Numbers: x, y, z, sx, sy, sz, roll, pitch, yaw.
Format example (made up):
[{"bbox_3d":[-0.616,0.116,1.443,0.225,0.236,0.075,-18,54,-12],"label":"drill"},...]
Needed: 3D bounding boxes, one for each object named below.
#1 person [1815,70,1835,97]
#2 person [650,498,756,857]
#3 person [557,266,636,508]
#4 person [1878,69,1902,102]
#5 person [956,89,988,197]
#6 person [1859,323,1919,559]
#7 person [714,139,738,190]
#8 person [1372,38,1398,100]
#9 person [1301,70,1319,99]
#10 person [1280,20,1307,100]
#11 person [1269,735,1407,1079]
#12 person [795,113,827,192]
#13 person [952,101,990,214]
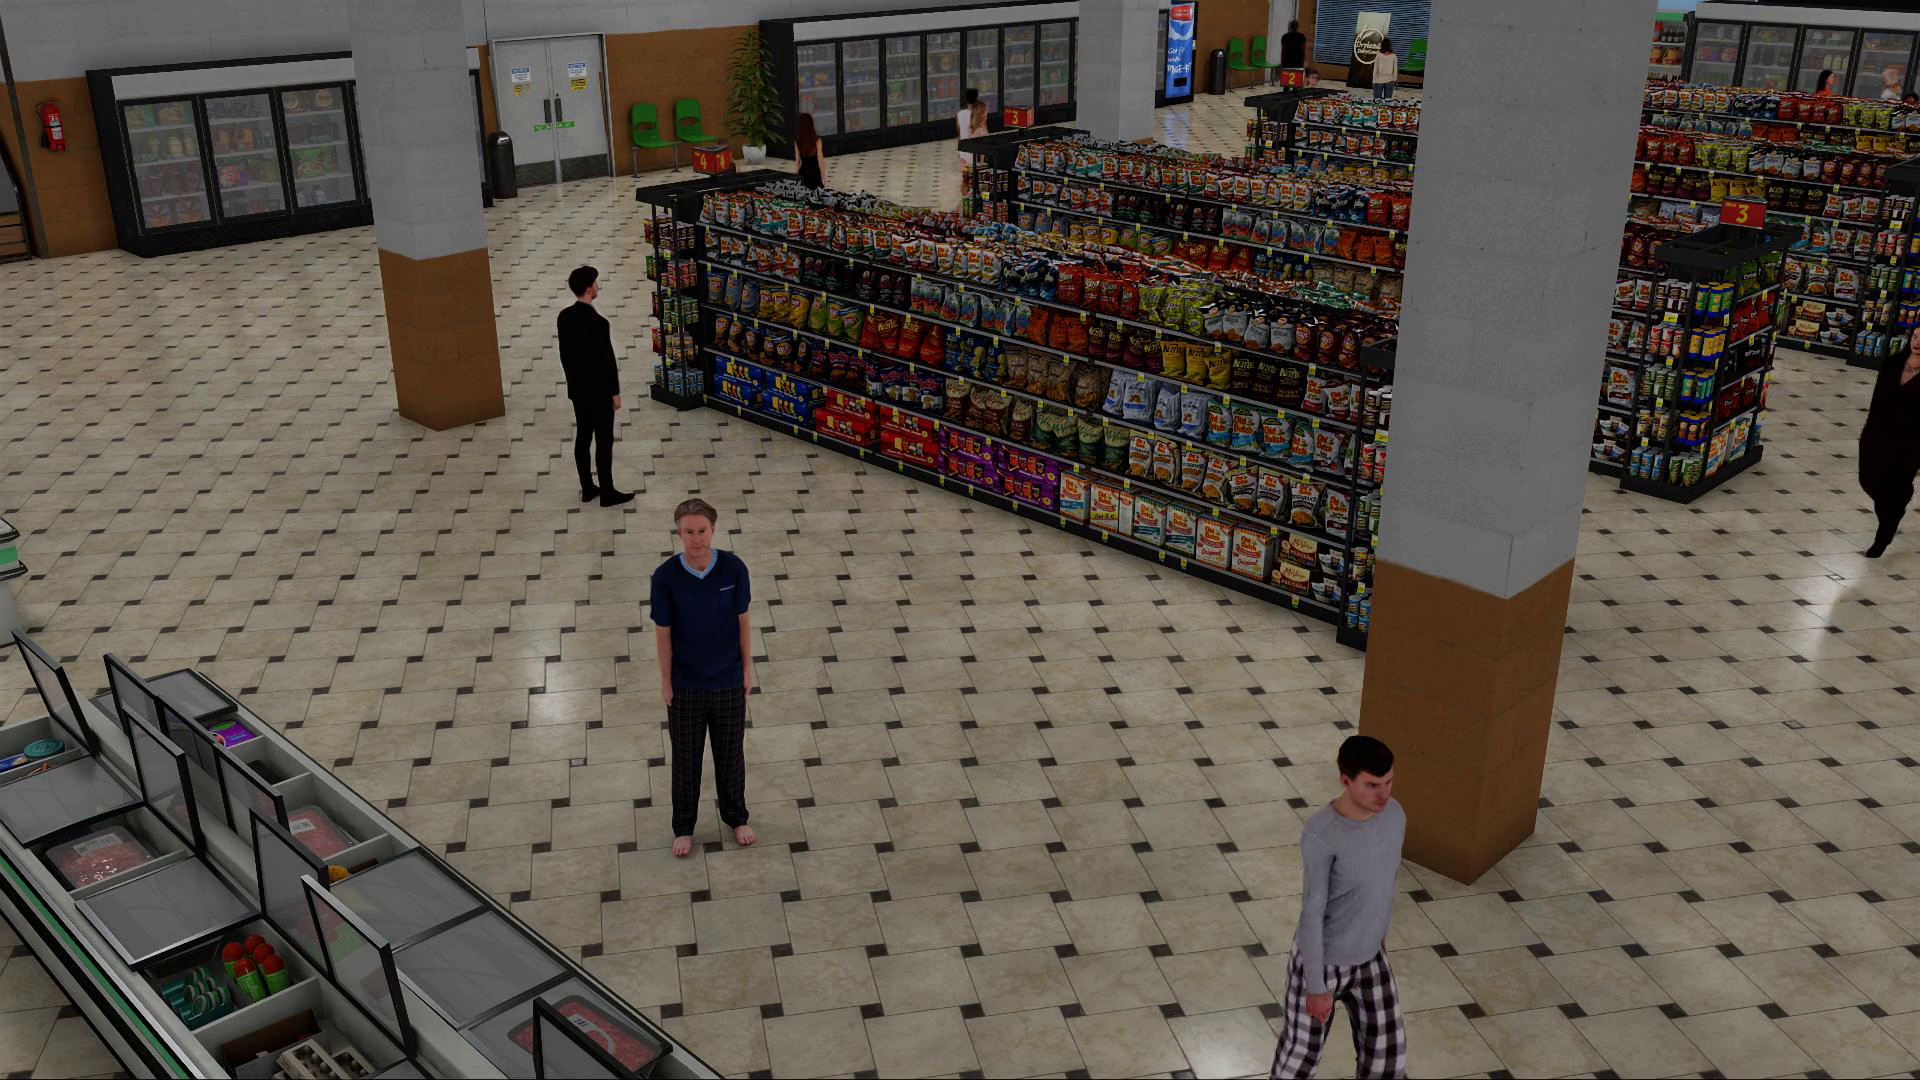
[{"bbox_3d":[13.837,-6.687,26.817,0.592,1.748,0.647,15,26,33],"label":"person"},{"bbox_3d":[-1.280,0.678,8.321,0.737,1.872,0.711,-7,23,-17],"label":"person"},{"bbox_3d":[-2.874,-1.194,12.949,0.609,1.894,0.793,14,26,31],"label":"person"},{"bbox_3d":[15.108,-6.741,26.985,0.657,1.723,0.670,-12,25,-28],"label":"person"},{"bbox_3d":[0.128,-5.588,24.048,0.770,1.772,0.846,10,24,24],"label":"person"},{"bbox_3d":[6.834,-0.743,12.036,0.855,1.737,0.914,-13,25,-30],"label":"person"},{"bbox_3d":[-2.724,-4.005,20.266,0.992,1.656,1.109,-8,23,-19],"label":"person"},{"bbox_3d":[8.269,-8.919,32.460,0.668,1.680,0.765,4,22,9],"label":"person"},{"bbox_3d":[5.828,-7.075,27.995,0.954,1.588,1.073,-2,22,-5],"label":"person"},{"bbox_3d":[6.969,-9.968,34.887,0.680,1.819,0.804,5,22,12],"label":"person"},{"bbox_3d":[1.384,1.512,6.307,0.828,1.825,1.009,-11,24,-25],"label":"person"},{"bbox_3d":[-2.031,-4.763,22.076,0.906,1.711,0.815,10,24,24],"label":"person"},{"bbox_3d":[0.156,-5.006,22.547,0.788,1.812,0.892,-12,25,-27],"label":"person"}]
